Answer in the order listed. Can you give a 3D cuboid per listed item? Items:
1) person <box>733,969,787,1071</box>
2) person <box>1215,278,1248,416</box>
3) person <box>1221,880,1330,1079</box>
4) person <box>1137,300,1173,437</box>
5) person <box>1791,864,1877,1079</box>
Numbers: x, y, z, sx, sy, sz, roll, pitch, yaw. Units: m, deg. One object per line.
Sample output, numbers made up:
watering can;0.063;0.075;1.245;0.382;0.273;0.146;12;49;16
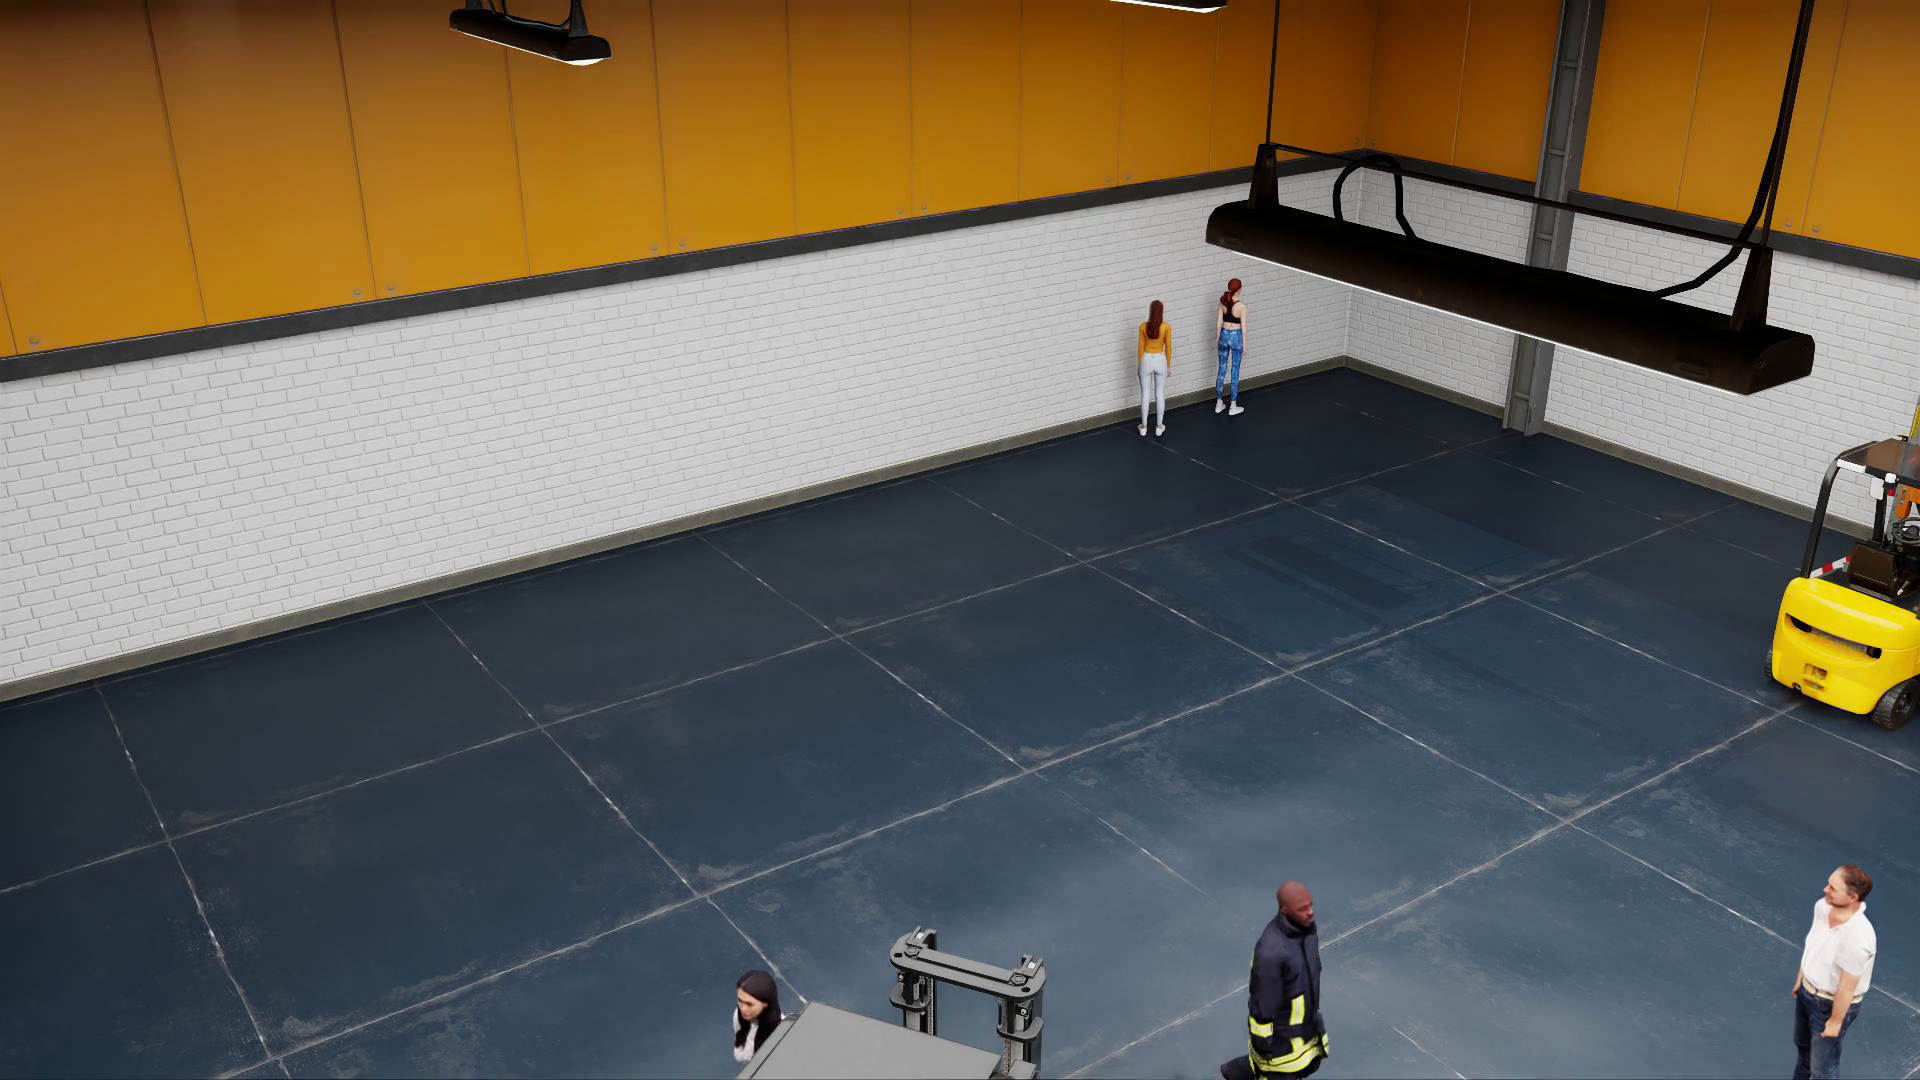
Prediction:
person;-0.971;3.020;8.980;1.093;1.705;0.969;13;27;27
person;3.506;-2.515;21.542;0.600;1.784;0.708;15;28;31
person;1.786;2.690;9.599;1.022;1.812;0.895;17;29;34
person;2.418;-2.159;20.770;0.697;1.750;0.750;2;24;5
person;5.029;2.669;9.601;0.805;1.851;0.719;1;24;3
